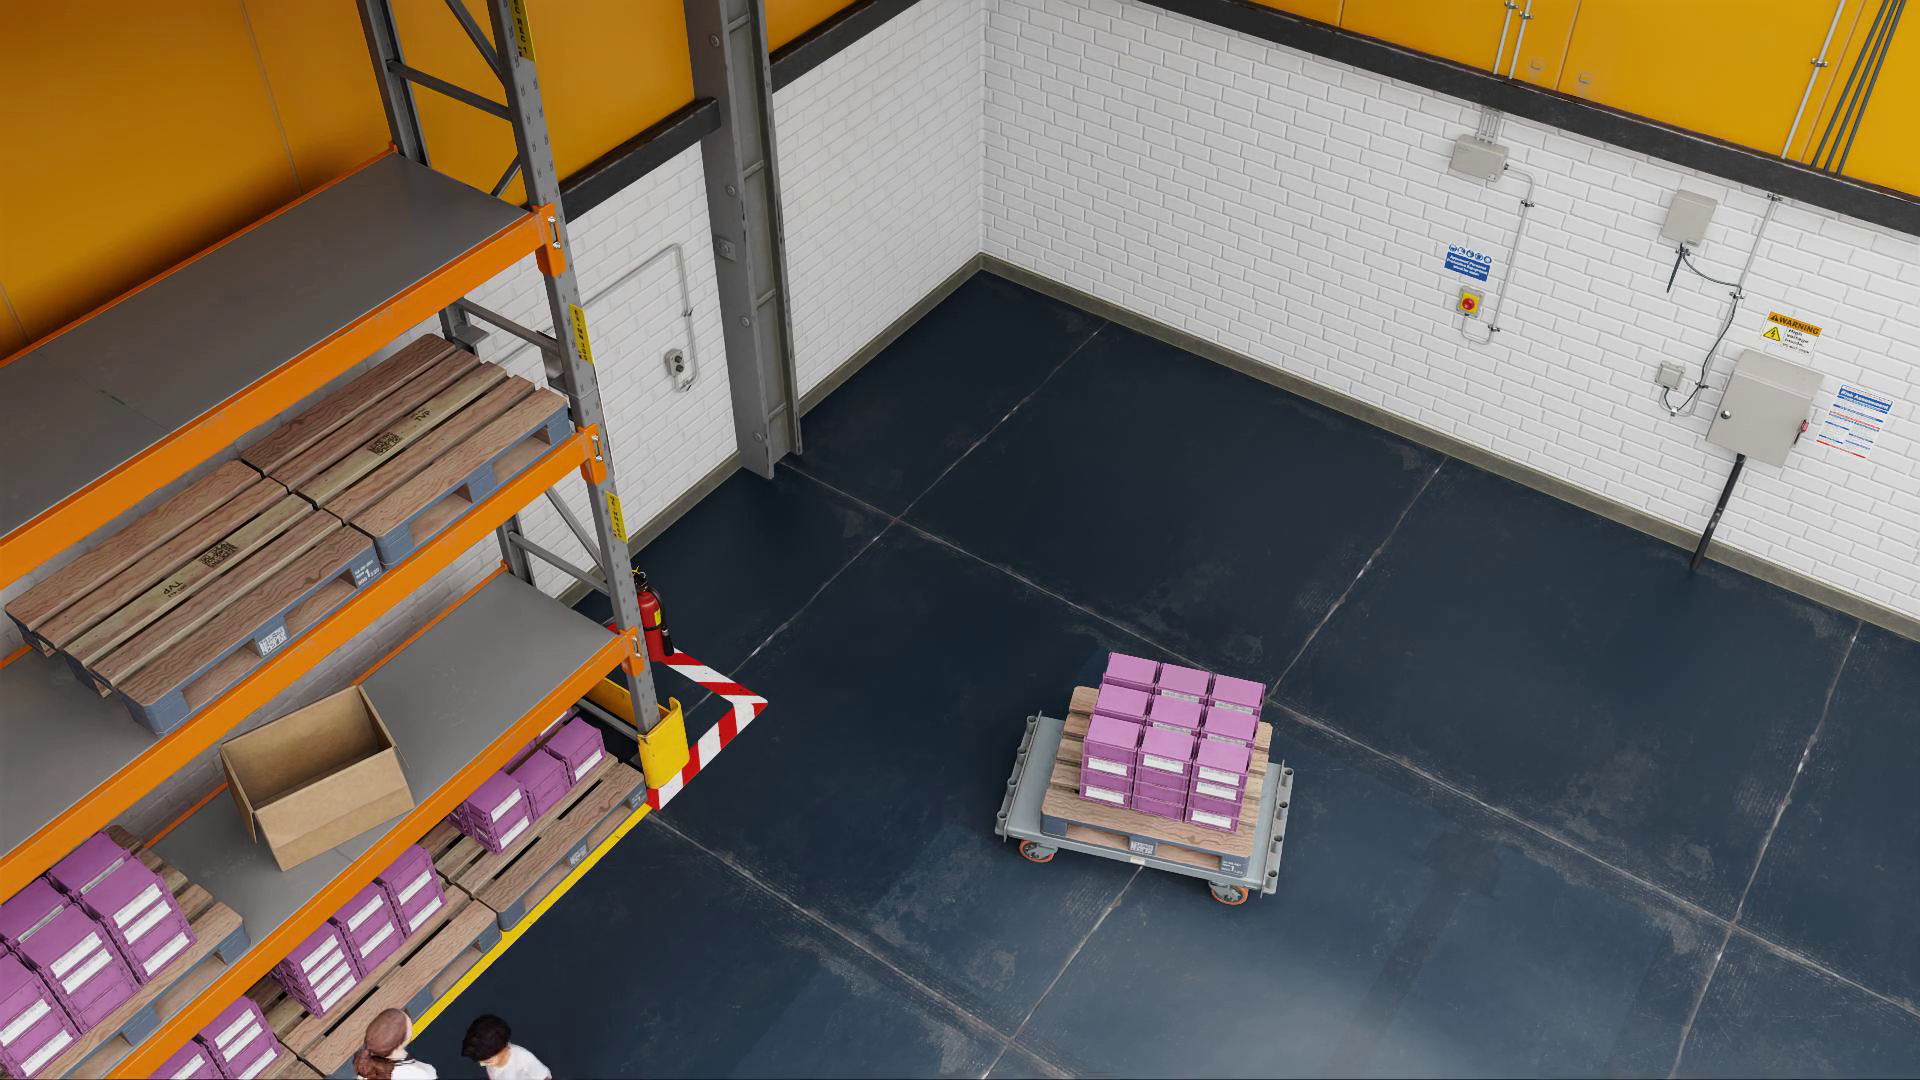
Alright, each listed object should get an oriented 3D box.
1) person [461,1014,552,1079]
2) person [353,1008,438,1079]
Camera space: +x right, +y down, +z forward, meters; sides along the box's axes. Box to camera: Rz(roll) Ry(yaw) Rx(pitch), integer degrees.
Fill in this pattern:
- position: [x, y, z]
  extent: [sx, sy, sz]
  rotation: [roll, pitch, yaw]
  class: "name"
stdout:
- position: [-2.118, 2.641, 8.243]
  extent: [0.547, 1.240, 0.609]
  rotation: [14, 45, 14]
  class: "person"
- position: [-2.560, 2.825, 7.714]
  extent: [0.785, 1.703, 1.171]
  rotation: [14, 45, 14]
  class: "person"
